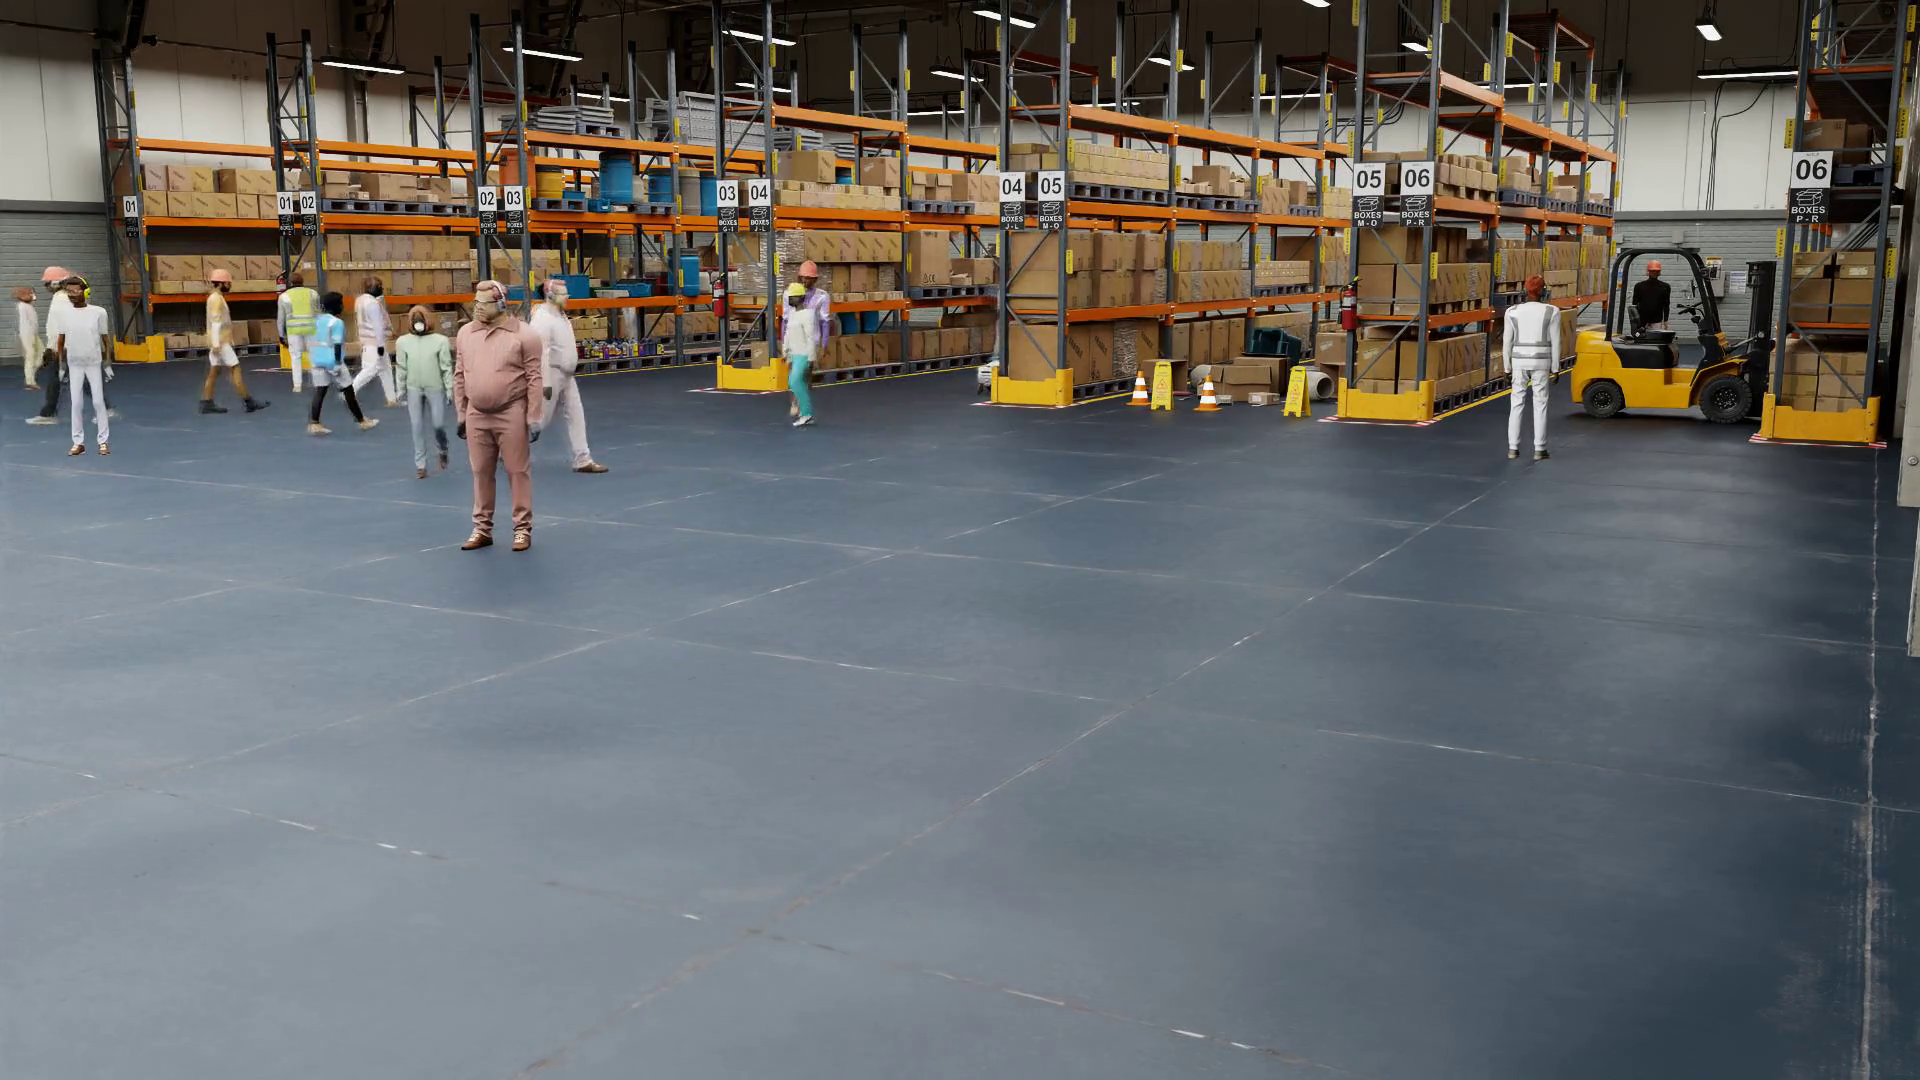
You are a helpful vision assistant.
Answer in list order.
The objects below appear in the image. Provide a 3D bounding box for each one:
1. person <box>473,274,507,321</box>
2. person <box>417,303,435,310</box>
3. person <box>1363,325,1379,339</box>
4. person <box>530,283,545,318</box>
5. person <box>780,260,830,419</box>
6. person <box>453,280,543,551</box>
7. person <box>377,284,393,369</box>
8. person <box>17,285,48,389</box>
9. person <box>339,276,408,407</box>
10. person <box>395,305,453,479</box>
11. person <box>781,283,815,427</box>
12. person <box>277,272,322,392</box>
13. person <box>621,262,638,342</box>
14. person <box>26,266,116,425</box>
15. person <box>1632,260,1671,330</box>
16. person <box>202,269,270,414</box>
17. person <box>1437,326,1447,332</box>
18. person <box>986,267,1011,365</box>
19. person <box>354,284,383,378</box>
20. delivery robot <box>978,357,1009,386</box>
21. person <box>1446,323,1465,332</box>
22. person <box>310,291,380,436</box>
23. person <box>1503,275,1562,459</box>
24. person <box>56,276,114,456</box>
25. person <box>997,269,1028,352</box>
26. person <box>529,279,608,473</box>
[{"bbox_3d":[-8.284,-3.817,29.366,0.607,1.786,0.976,5,11,25],"label":"person"},{"bbox_3d":[-11.191,-4.764,34.928,0.530,1.772,0.300,7,12,37],"label":"person"},{"bbox_3d":[9.049,-5.079,36.519,0.509,1.860,0.333,2,10,13],"label":"person"},{"bbox_3d":[-5.864,-2.805,23.670,0.317,1.696,0.537,5,11,29],"label":"person"},{"bbox_3d":[-1.962,-2.528,21.108,0.640,2.013,0.497,-1,10,-5],"label":"person"},{"bbox_3d":[-3.266,-0.866,11.718,0.637,1.904,0.403,2,10,9],"label":"person"},{"bbox_3d":[-10.670,-3.937,30.460,0.514,1.642,0.310,6,12,33],"label":"person"},{"bbox_3d":[-14.442,-3.146,25.892,0.352,1.621,0.505,-2,10,-10],"label":"person"},{"bbox_3d":[-8.045,-2.694,22.698,0.879,1.812,0.635,-5,11,-27],"label":"person"},{"bbox_3d":[-5.030,-1.395,15.646,0.509,1.619,0.471,-1,10,-3],"label":"person"},{"bbox_3d":[-1.970,-2.241,20.228,0.476,1.752,0.535,-5,11,-26],"label":"person"},{"bbox_3d":[-10.043,-3.159,25.340,0.658,1.836,0.443,-5,11,-28],"label":"person"},{"bbox_3d":[-7.126,-5.035,36.015,0.635,1.937,0.353,9,13,41],"label":"person"},{"bbox_3d":[-10.998,-2.391,20.490,0.996,1.958,0.605,-4,10,-22],"label":"person"},{"bbox_3d":[11.805,-3.774,28.463,0.621,1.997,0.372,3,10,18],"label":"person"},{"bbox_3d":[-9.615,-2.615,21.950,0.918,1.895,0.578,-5,11,-26],"label":"person"},{"bbox_3d":[9.853,-4.618,33.962,0.439,1.803,0.646,7,12,37],"label":"person"},{"bbox_3d":[0.862,-4.091,30.636,0.639,1.882,1.026,5,11,28],"label":"person"},{"bbox_3d":[-10.026,-3.563,28.277,0.514,1.637,0.315,1,10,4],"label":"person"},{"bbox_3d":[0.561,-2.524,25.084,0.477,0.478,0.707,5,11,28],"label":"delivery robot"},{"bbox_3d":[11.440,-5.487,38.366,0.976,2.000,0.680,8,13,40],"label":"person"},{"bbox_3d":[-7.238,-2.056,19.375,0.548,1.652,0.837,8,12,38],"label":"person"},{"bbox_3d":[5.847,-1.762,17.016,0.575,1.884,0.355,5,11,29],"label":"person"},{"bbox_3d":[-9.122,-1.809,17.343,0.521,1.865,0.319,-3,10,-16],"label":"person"},{"bbox_3d":[0.901,-3.456,26.875,0.626,1.902,1.009,6,11,30],"label":"person"},{"bbox_3d":[-3.908,-1.551,15.832,0.951,1.871,0.658,1,10,8],"label":"person"}]
